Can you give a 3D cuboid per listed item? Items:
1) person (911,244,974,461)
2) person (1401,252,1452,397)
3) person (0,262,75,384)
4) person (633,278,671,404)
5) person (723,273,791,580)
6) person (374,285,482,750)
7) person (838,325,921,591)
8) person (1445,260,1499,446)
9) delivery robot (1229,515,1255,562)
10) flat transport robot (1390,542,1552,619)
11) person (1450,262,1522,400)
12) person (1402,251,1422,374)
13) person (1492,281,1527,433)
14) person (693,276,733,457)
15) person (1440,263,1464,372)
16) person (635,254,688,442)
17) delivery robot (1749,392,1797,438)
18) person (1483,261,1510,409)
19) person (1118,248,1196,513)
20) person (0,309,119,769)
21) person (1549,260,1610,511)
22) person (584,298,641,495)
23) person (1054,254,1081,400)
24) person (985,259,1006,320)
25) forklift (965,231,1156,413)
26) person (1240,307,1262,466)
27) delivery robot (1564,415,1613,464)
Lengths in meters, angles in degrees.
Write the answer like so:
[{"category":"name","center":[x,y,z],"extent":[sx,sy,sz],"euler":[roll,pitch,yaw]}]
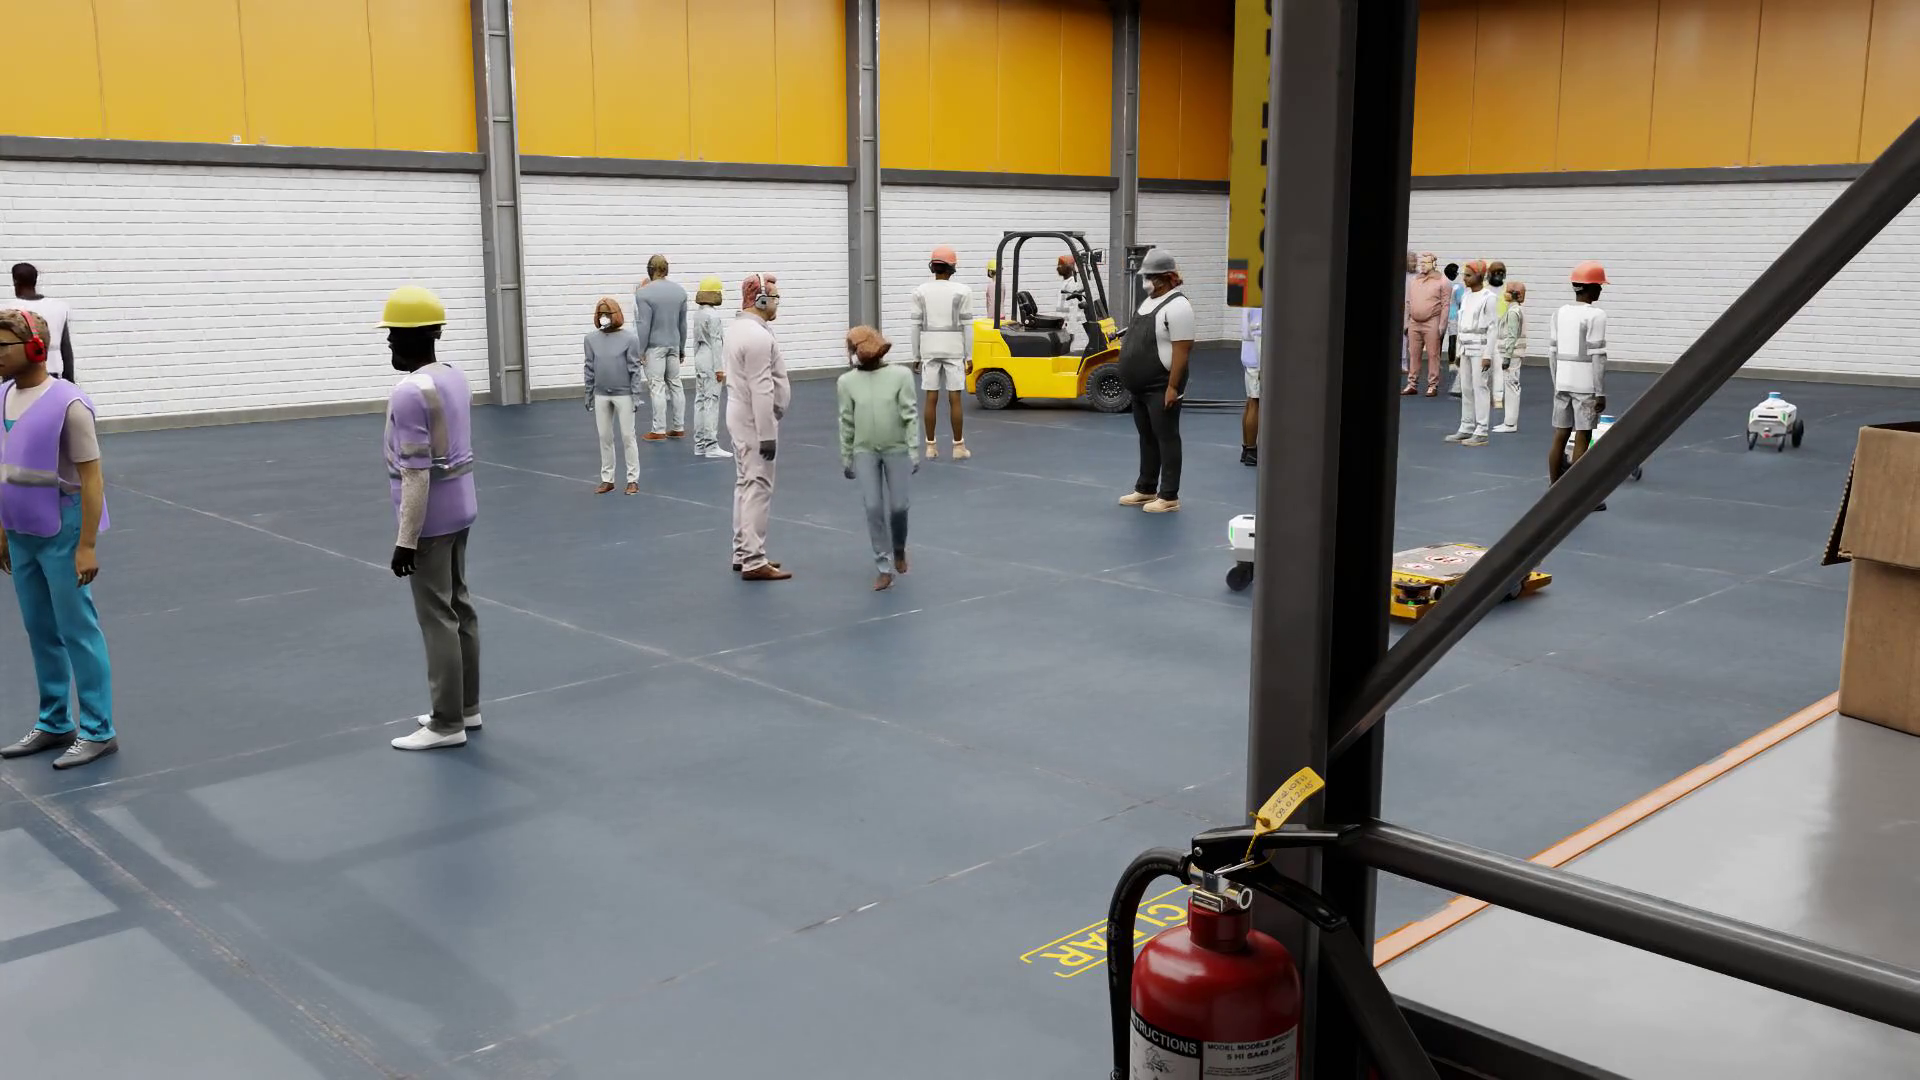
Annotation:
[{"category":"person","center":[-0.160,-1.770,15.787],"extent":[0.607,2.045,0.390],"euler":[2,11,13]},{"category":"person","center":[6.176,-2.859,22.098],"extent":[0.642,1.909,0.410],"euler":[10,14,43]},{"category":"person","center":[-7.883,-1.417,14.233],"extent":[0.489,1.905,0.613],"euler":[5,12,27]},{"category":"person","center":[-3.933,-2.522,21.129],"extent":[0.524,1.585,0.900],"euler":[6,12,29]},{"category":"person","center":[-1.253,-0.705,10.387],"extent":[0.396,1.898,0.652],"euler":[-3,11,-18]},{"category":"person","center":[-2.211,-0.087,6.929],"extent":[0.364,1.928,0.586],"euler":[0,10,3]},{"category":"person","center":[-0.495,-0.510,10.125],"extent":[0.526,1.591,0.477],"euler":[1,10,8]},{"category":"person","center":[5.237,-1.900,16.936],"extent":[0.337,1.880,0.584],"euler":[-3,11,-14]},{"category":"delivery robot","center":[1.987,-0.013,10.016],"extent":[0.707,0.478,0.477],"euler":[4,11,23]},{"category":"flat transport robot","center":[2.816,0.219,9.777],"extent":[1.431,0.197,0.652],"euler":[-9,14,-41]},{"category":"person","center":[6.800,-2.678,21.447],"extent":[0.891,1.783,0.601],"euler":[5,11,25]},{"category":"person","center":[6.896,-3.514,25.723],"extent":[0.649,1.888,0.525],"euler":[-4,11,-21]},{"category":"person","center":[5.976,-1.981,18.032],"extent":[0.308,1.645,0.514],"euler":[4,11,21]},{"category":"person","center":[-2.403,-1.674,16.084],"extent":[0.323,1.742,0.492],"euler":[-6,12,-31]},{"category":"person","center":[7.652,-3.480,26.059],"extent":[0.320,1.695,0.537],"euler":[-9,14,-41]},{"category":"person","center":[-3.090,-1.980,17.221],"extent":[0.354,1.937,0.636],"euler":[9,14,40]},{"category":"delivery robot","center":[8.171,-1.241,16.709],"extent":[0.477,0.478,0.707],"euler":[7,13,33]},{"category":"person","center":[6.619,-2.555,20.691],"extent":[0.633,1.826,0.648],"euler":[1,10,8]},{"category":"person","center":[1.491,-1.237,12.891],"extent":[0.538,2.000,0.683],"euler":[-4,11,-21]},{"category":"person","center":[-3.669,-0.008,6.720],"extent":[0.574,1.843,0.374],"euler":[6,12,28]},{"category":"person","center":[4.823,-1.194,12.930],"extent":[0.362,1.939,0.542],"euler":[-4,11,-22]},{"category":"person","center":[-2.861,-1.180,13.716],"extent":[0.501,1.625,0.282],"euler":[2,11,13]},{"category":"person","center":[1.396,-2.760,21.621],"extent":[0.343,1.882,0.584],"euler":[-1,10,-5]},{"category":"person","center":[0.525,-3.342,25.111],"extent":[0.309,1.772,0.525],"euler":[4,11,22]},{"category":"forklift","center":[1.222,-2.721,20.561],"extent":[2.313,2.155,1.214],"euler":[2,11,13]},{"category":"person","center":[2.789,-1.651,15.427],"extent":[0.355,1.938,0.544],"euler":[0,10,3]},{"category":"delivery robot","center":[5.649,-0.848,14.569],"extent":[0.707,0.478,0.477],"euler":[-6,12,-29]}]
